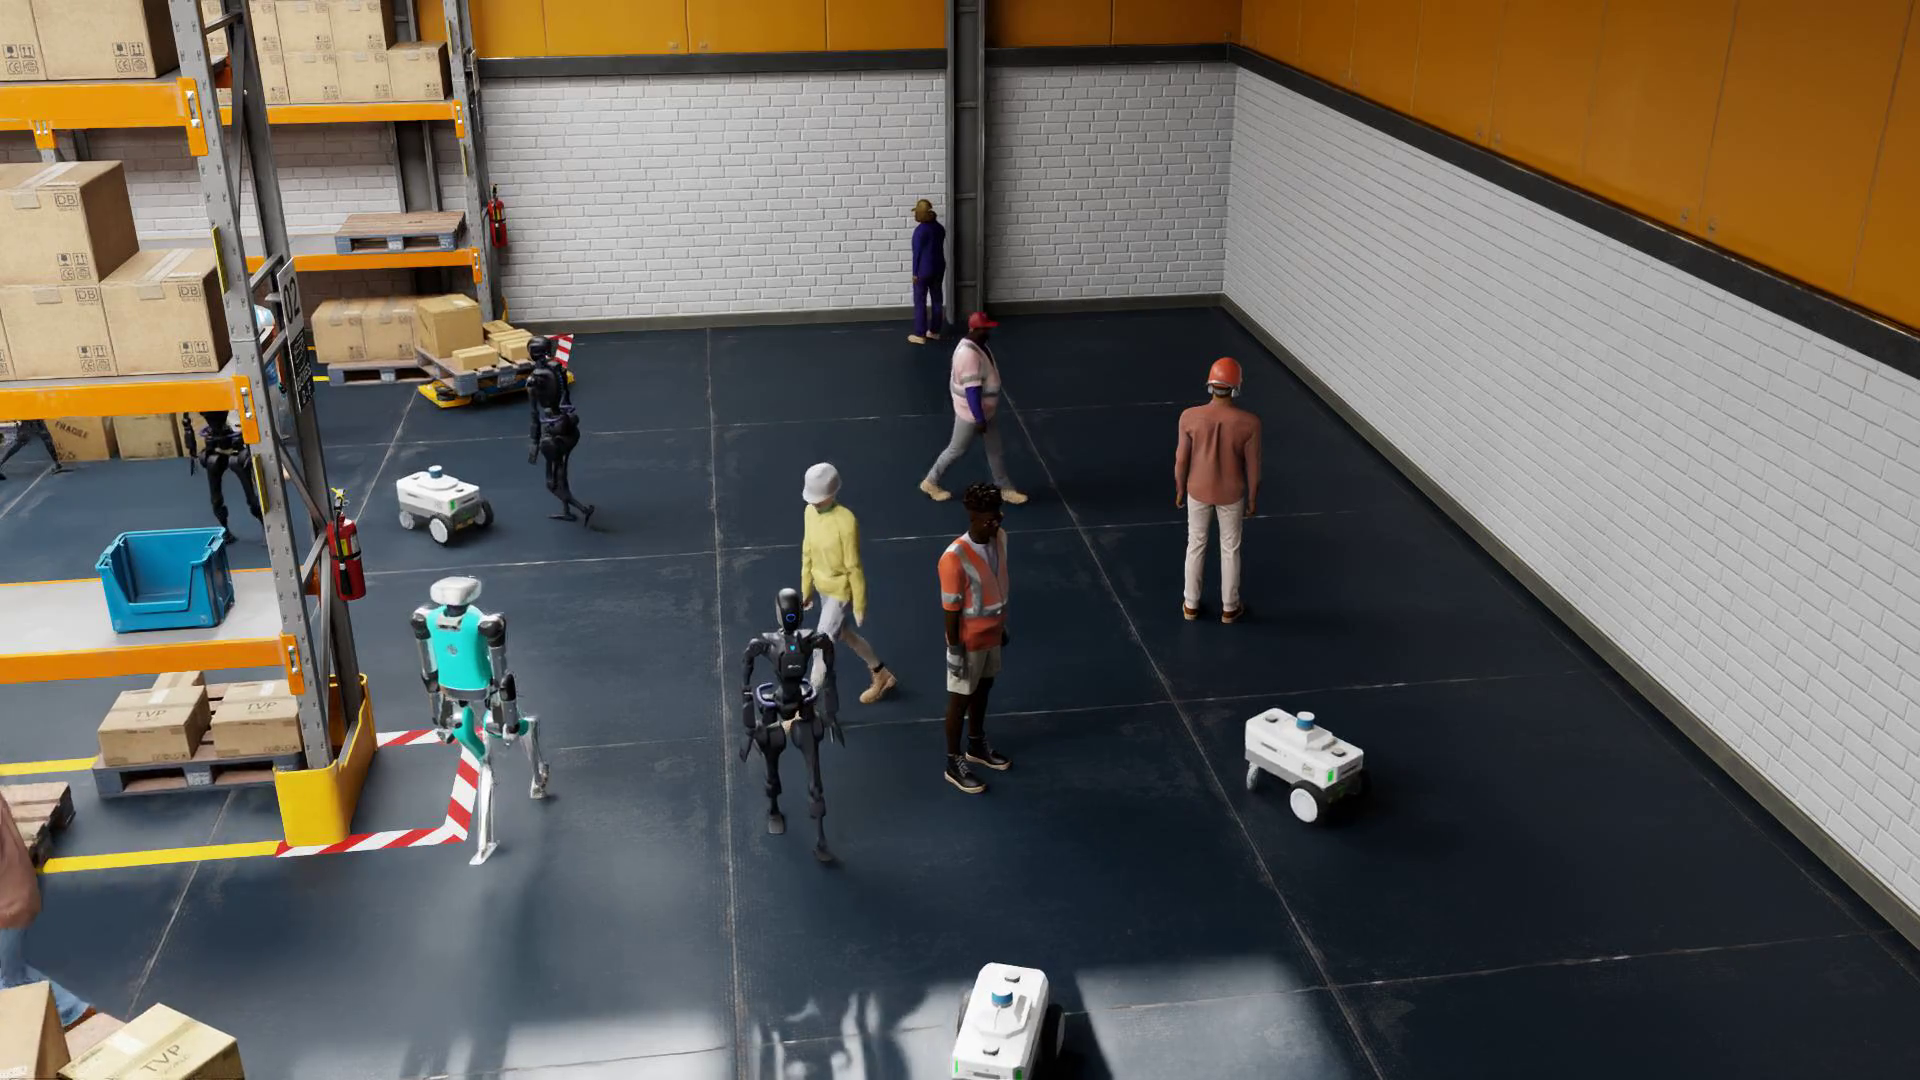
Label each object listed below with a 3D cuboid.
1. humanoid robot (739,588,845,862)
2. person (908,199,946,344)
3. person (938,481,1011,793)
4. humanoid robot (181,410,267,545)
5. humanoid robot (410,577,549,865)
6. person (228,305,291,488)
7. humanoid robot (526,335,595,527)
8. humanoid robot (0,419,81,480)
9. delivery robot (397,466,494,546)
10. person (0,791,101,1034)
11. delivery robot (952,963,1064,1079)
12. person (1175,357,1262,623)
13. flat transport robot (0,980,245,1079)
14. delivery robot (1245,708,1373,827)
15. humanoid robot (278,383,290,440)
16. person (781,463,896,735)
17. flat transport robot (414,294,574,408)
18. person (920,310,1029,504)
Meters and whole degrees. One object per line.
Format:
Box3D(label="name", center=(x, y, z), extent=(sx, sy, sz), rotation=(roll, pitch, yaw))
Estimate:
Box3D(label="humanoid robot", center=(-0.949, 1.026, 9.340), extent=(0.600, 1.629, 0.756), rotation=(-8, 25, -17))
Box3D(label="person", center=(-0.370, -3.002, 18.562), extent=(0.467, 1.614, 0.368), rotation=(-21, 31, -39))
Box3D(label="person", center=(0.110, 0.560, 10.012), extent=(0.366, 1.964, 0.608), rotation=(15, 28, 31))
Box3D(label="humanoid robot", center=(-5.873, -0.727, 13.299), extent=(0.611, 1.639, 0.386), rotation=(1, 24, 1))
Box3D(label="humanoid robot", center=(-2.656, 0.886, 9.582), extent=(0.542, 1.765, 0.957), rotation=(4, 24, 10))
Box3D(label="person", center=(-6.220, -1.374, 14.572), extent=(0.632, 1.839, 0.429), rotation=(-15, 28, -31))
Box3D(label="humanoid robot", center=(-3.247, -0.892, 13.681), extent=(0.547, 1.631, 0.589), rotation=(7, 25, 16))
Box3D(label="humanoid robot", center=(-8.349, -1.311, 14.700), extent=(0.711, 1.639, 0.615), rotation=(-18, 30, -35))
Box3D(label="delivery robot", center=(-4.293, -0.318, 13.752), extent=(0.777, 0.585, 0.499), rotation=(14, 27, 29))
Box3D(label="person", center=(-4.379, 1.659, 7.506), extent=(0.489, 1.965, 0.663), rotation=(-10, 25, -21))
Box3D(label="delivery robot", center=(0.188, 2.319, 7.781), extent=(0.525, 0.614, 0.785), rotation=(5, 24, 11))
Box3D(label="person", center=(1.862, -0.354, 12.060), extent=(0.612, 1.993, 0.393), rotation=(7, 25, 14))
Box3D(label="flat transport robot", center=(-3.751, 2.782, 7.059), extent=(1.431, 0.231, 0.659), rotation=(12, 26, 26))
Box3D(label="delivery robot", center=(2.085, 1.340, 10.011), extent=(0.504, 0.614, 0.785), rotation=(-18, 29, -35))
Box3D(label="humanoid robot", center=(-6.430, -1.659, 15.429), extent=(0.765, 1.838, 0.549), rotation=(-2, 24, -5))
Box3D(label="person", center=(-0.784, 0.322, 10.733), extent=(0.953, 1.829, 0.503), rotation=(-18, 29, -35))
Box3D(label="flat transport robot", center=(-4.791, -1.657, 17.171), extent=(1.431, 0.231, 0.659), rotation=(-17, 29, -33))
Box3D(label="person", center=(0.099, -1.119, 14.159), extent=(0.916, 1.716, 0.608), rotation=(8, 25, 17))
